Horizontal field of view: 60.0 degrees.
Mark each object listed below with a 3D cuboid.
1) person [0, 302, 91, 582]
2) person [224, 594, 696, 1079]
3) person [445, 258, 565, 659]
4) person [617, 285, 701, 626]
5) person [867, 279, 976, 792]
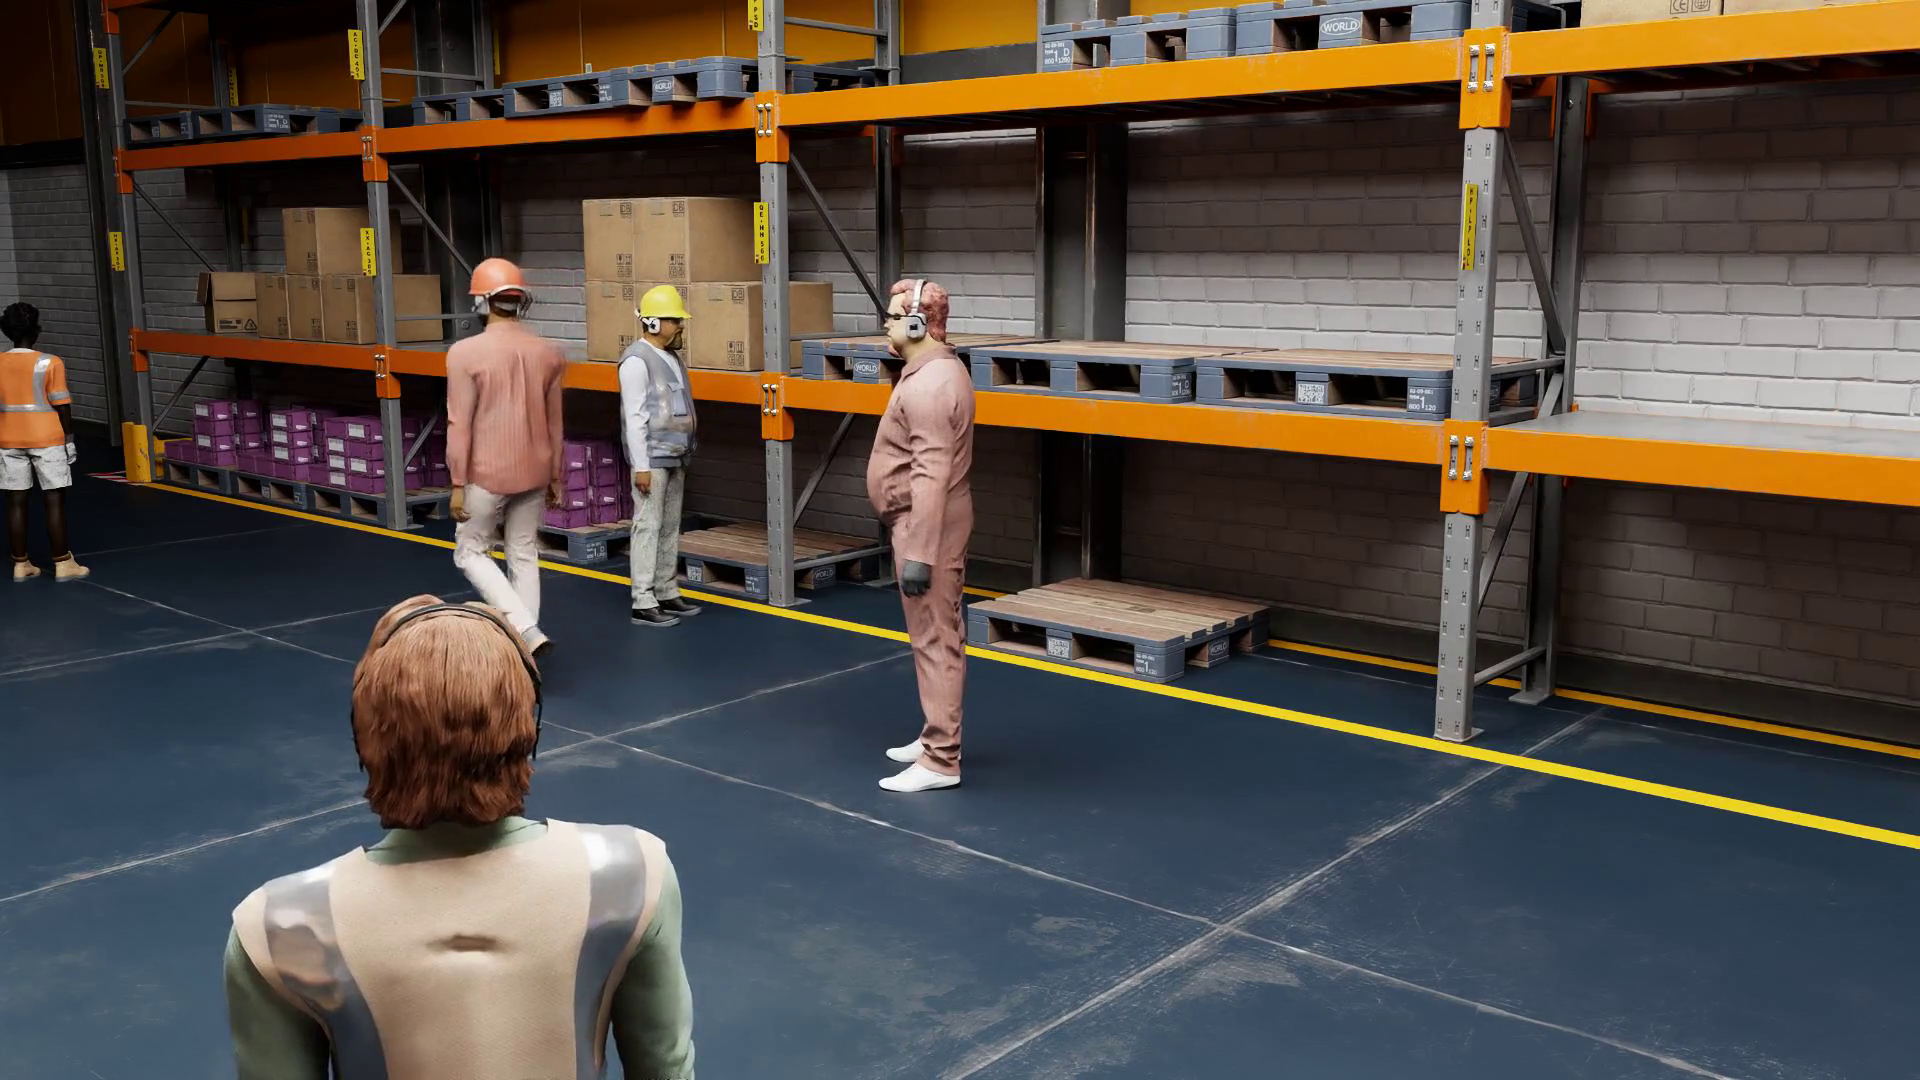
[{"bbox_3d":[-5.611,-0.583,10.074,0.535,1.700,0.318,0,10,2],"label":"person"},{"bbox_3d":[-0.547,0.876,1.931,0.512,1.642,0.312,-4,11,-23],"label":"person"},{"bbox_3d":[-2.083,-0.306,7.692,0.483,1.975,0.643,8,13,40],"label":"person"},{"bbox_3d":[-1.615,-0.454,8.993,0.403,1.825,0.596,3,10,15],"label":"person"},{"bbox_3d":[-0.148,-0.013,6.234,0.401,1.910,0.642,1,10,6],"label":"person"}]
